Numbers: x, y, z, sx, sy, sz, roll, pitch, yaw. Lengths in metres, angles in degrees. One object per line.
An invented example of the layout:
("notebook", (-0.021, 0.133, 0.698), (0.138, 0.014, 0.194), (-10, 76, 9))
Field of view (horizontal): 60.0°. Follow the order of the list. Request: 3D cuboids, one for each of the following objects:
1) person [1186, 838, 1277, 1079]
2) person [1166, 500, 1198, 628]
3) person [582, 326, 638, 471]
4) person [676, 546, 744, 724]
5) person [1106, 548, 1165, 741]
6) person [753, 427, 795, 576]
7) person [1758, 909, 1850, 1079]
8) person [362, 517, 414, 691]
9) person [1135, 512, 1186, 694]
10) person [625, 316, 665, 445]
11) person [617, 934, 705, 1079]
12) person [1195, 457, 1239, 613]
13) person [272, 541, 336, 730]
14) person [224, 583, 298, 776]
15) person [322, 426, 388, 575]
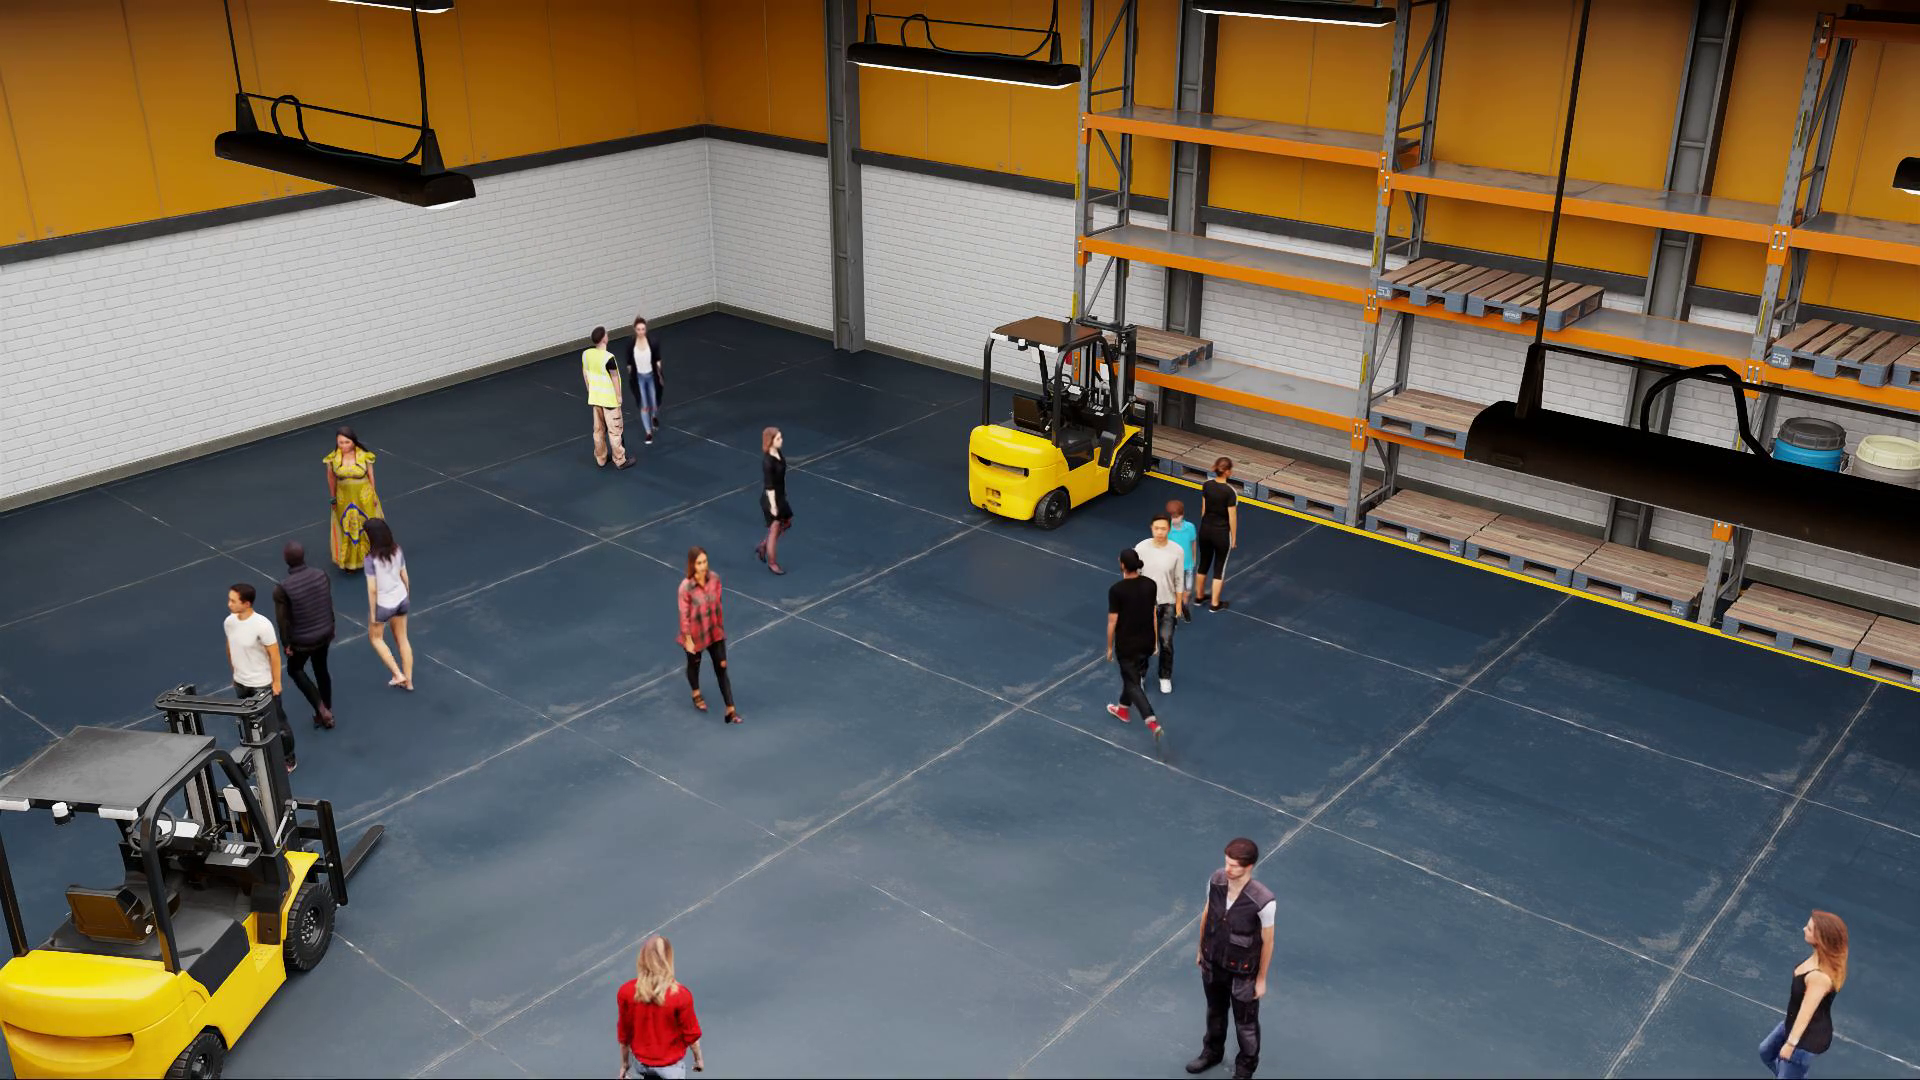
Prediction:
("person", (1.746, 2.674, 10.563), (0.520, 1.848, 0.727), (21, 31, 39))
("person", (2.199, 0.208, 16.740), (0.739, 1.420, 0.796), (-4, 24, -9))
("person", (-4.416, -1.783, 20.761), (0.721, 1.847, 0.818), (12, 26, 26))
("person", (-2.372, 0.826, 15.023), (0.786, 1.662, 1.084), (-16, 29, -33))
("person", (1.595, 0.966, 14.643), (0.909, 1.710, 1.203), (-12, 27, -26))
("person", (-2.080, -0.420, 17.830), (0.814, 1.697, 0.748), (3, 24, 8))
("person", (5.154, 2.992, 10.005), (0.684, 1.712, 0.637), (12, 26, 25))
("person", (-5.230, 0.628, 15.409), (0.615, 1.715, 0.649), (15, 28, 31))
("person", (1.831, 0.559, 15.453), (0.641, 1.807, 0.768), (4, 24, 10))
("person", (-4.105, -2.121, 21.749), (0.889, 1.675, 0.951), (-2, 24, -5))
("person", (-1.788, 3.116, 9.754), (0.873, 1.686, 0.912), (4, 24, 9))
("person", (2.621, -0.067, 17.061), (0.663, 1.667, 0.479), (-21, 31, -39))
("person", (-5.701, 0.874, 14.706), (0.725, 1.827, 0.698), (19, 30, 37))
("person", (-5.927, 1.169, 14.064), (0.605, 1.801, 0.762), (8, 25, 18))
("person", (-6.528, -0.448, 17.940), (0.988, 1.659, 0.985), (-9, 25, -20))
